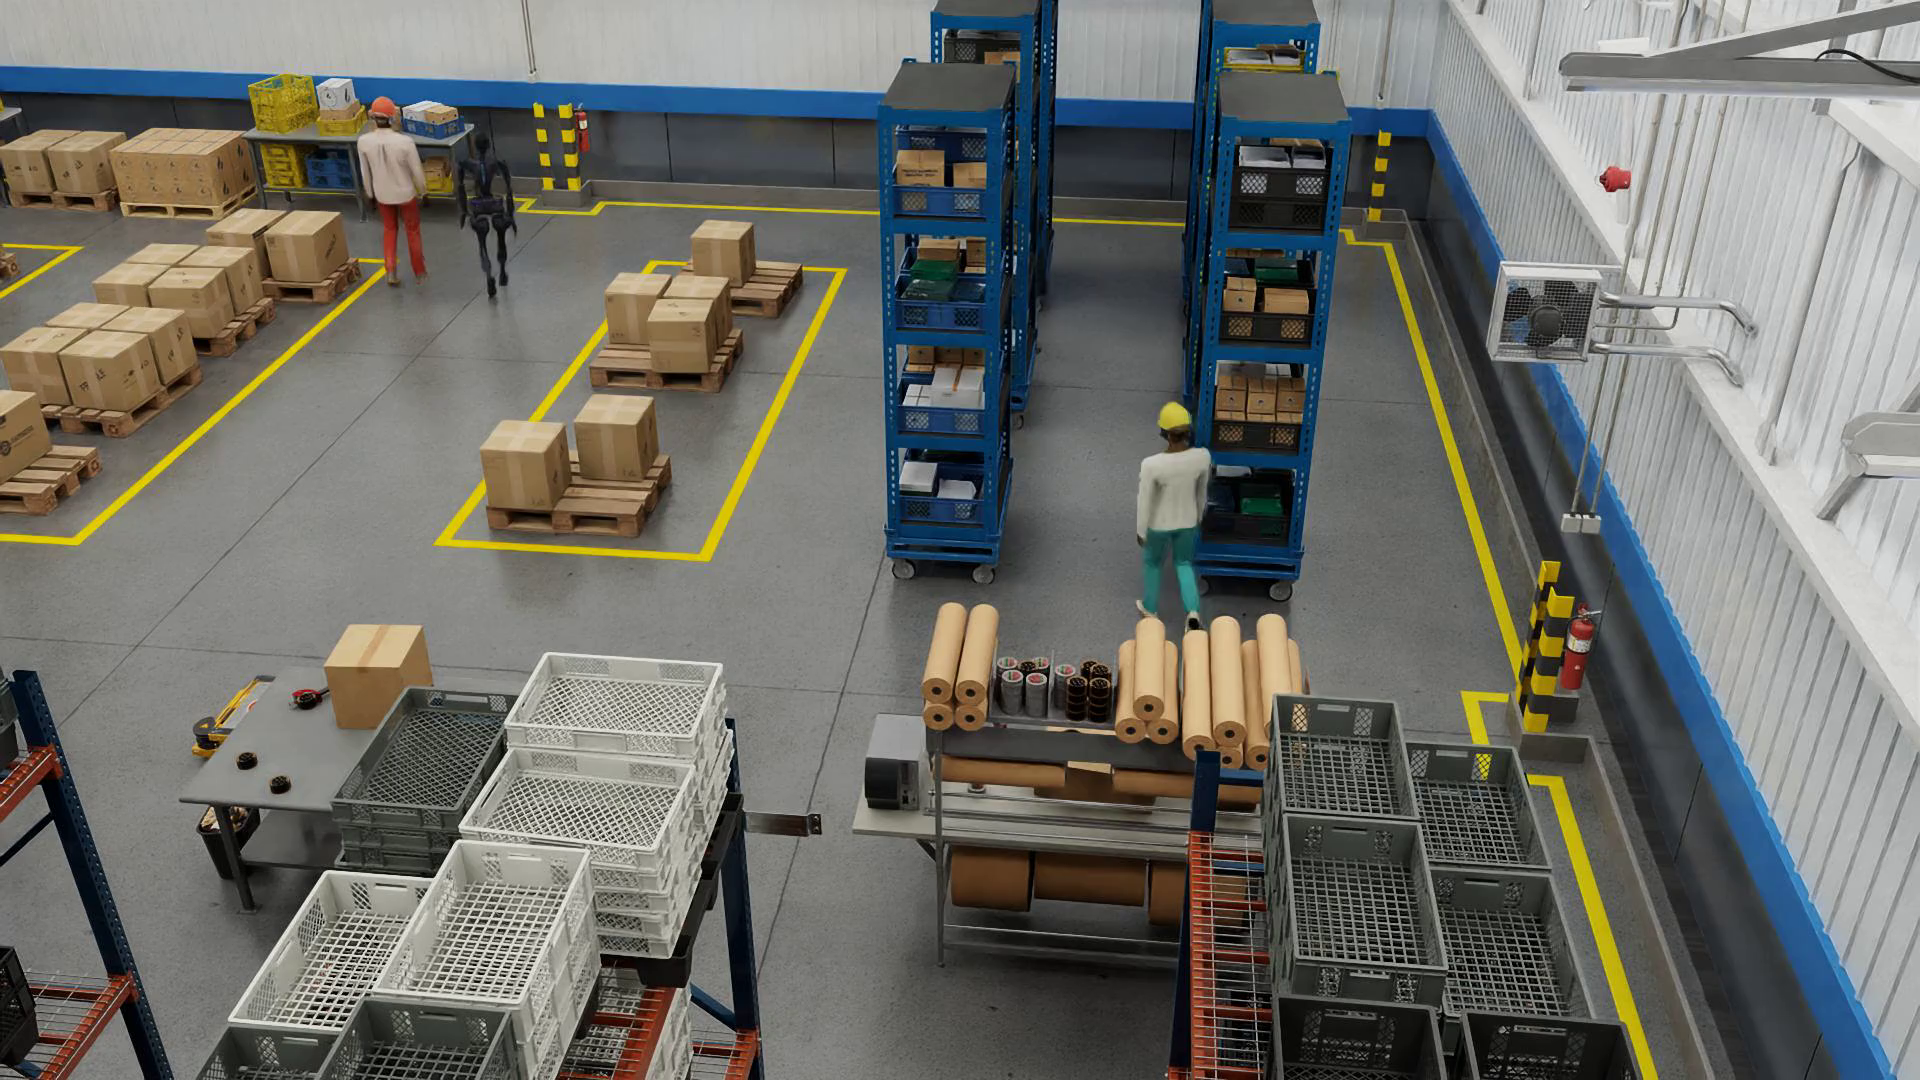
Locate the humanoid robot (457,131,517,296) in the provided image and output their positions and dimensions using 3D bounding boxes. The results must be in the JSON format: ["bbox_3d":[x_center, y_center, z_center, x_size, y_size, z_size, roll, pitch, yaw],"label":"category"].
[{"bbox_3d":[-4.850,-3.351,17.040,0.577,1.632,0.561,-9,31,-14],"label":"humanoid robot"}]

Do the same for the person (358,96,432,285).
[{"bbox_3d":[-5.784,-3.570,17.102,0.621,1.988,0.431,2,30,4],"label":"person"}]

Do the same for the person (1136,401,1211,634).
[{"bbox_3d":[1.457,-0.120,11.402,0.530,1.740,0.622,-8,31,-13],"label":"person"}]

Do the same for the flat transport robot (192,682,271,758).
[{"bbox_3d":[-4.089,1.163,10.648,1.431,0.197,0.652,3,30,6],"label":"flat transport robot"}]

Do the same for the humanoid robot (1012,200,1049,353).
[{"bbox_3d":[0.614,-2.586,15.703,0.356,1.647,0.660,-12,32,-20],"label":"humanoid robot"}]
